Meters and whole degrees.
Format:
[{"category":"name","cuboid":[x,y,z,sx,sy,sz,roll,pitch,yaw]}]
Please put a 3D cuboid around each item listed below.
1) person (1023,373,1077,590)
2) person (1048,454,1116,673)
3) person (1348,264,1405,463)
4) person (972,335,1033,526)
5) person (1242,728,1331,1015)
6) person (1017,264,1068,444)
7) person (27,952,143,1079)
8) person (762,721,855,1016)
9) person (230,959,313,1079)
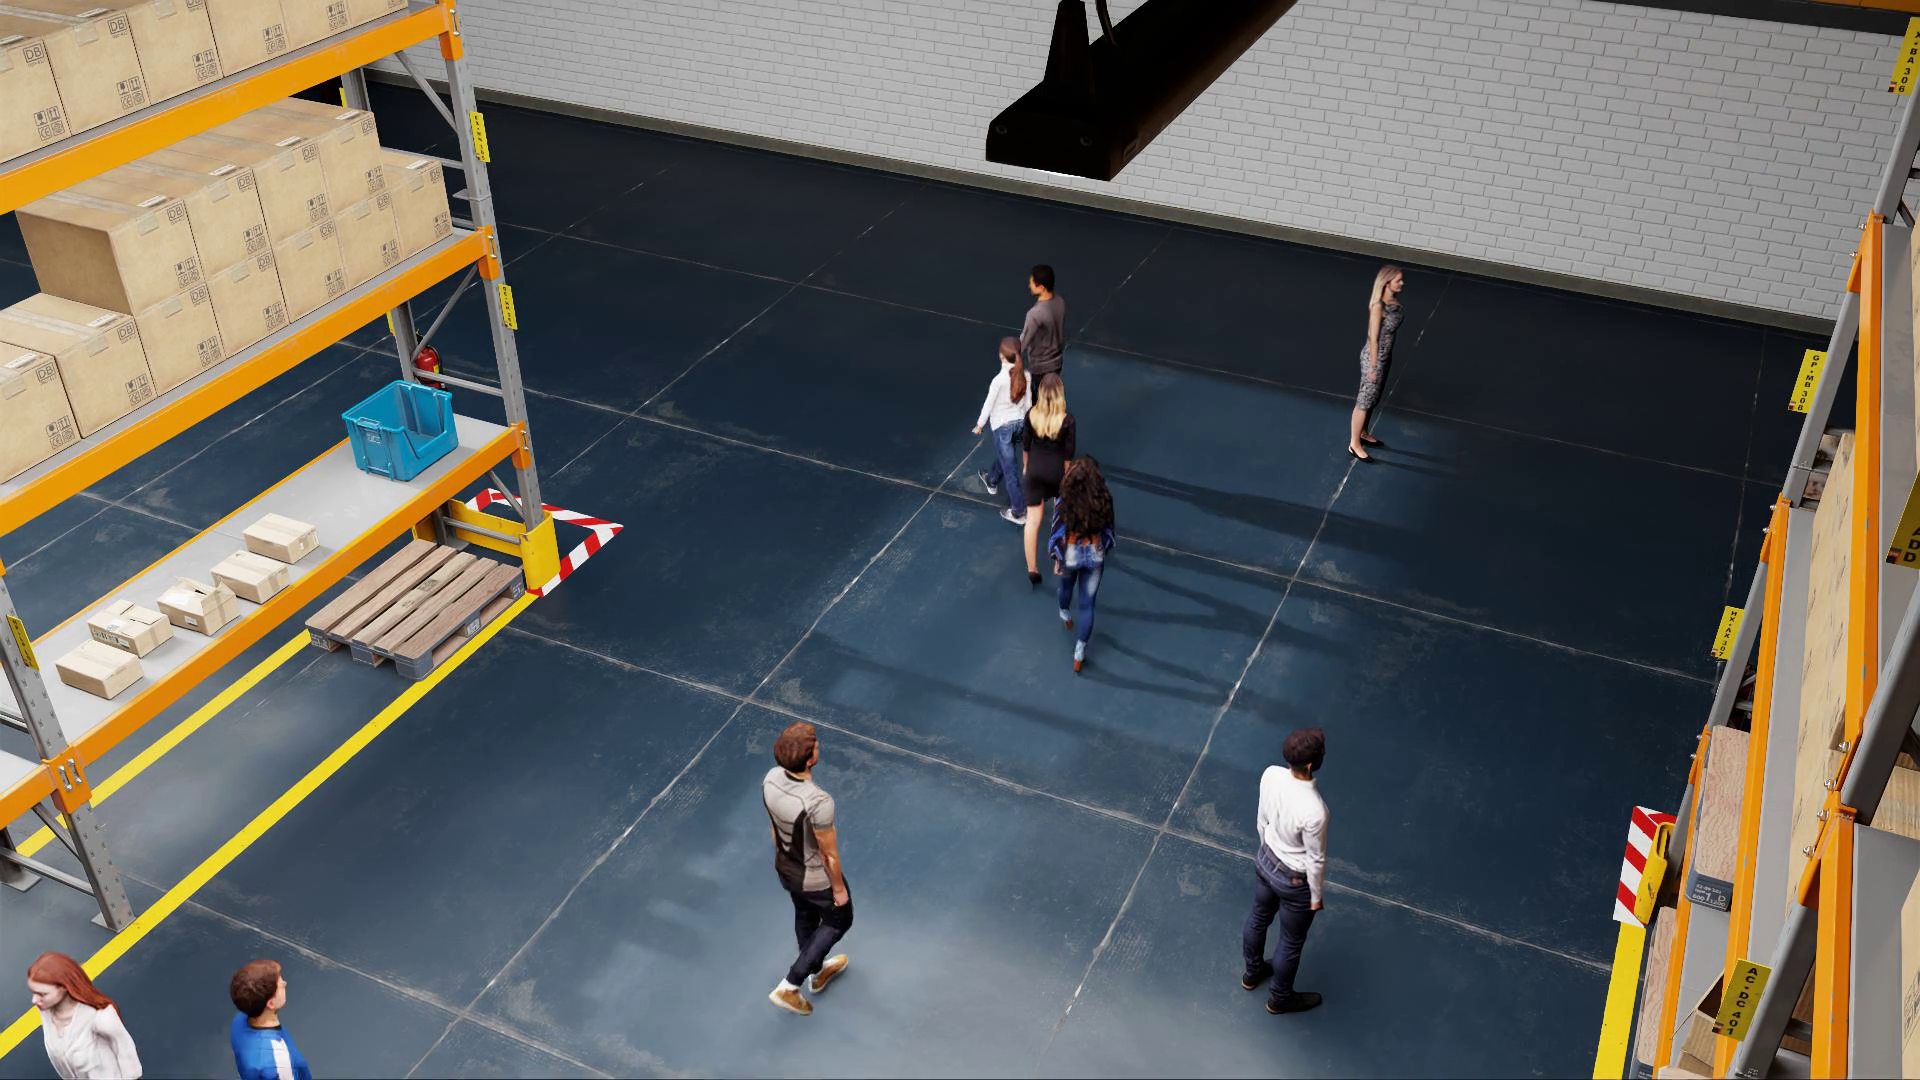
[{"category":"person","cuboid":[0.614,-0.393,12.152,0.652,1.626,1.104,11,35,15]},{"category":"person","cuboid":[0.831,0.180,11.324,0.840,1.588,1.020,2,34,2]},{"category":"person","cuboid":[3.427,-1.488,13.728,0.639,1.705,0.459,18,38,25]},{"category":"person","cuboid":[0.415,-0.825,12.895,0.983,1.523,0.886,-23,40,-30]},{"category":"person","cuboid":[1.714,1.731,8.737,0.762,1.868,0.724,-17,37,-24]},{"category":"person","cuboid":[0.764,-1.375,13.529,0.720,1.737,0.920,-1,34,-2]},{"category":"person","cuboid":[-3.918,2.529,7.635,0.621,1.759,0.523,10,35,15]},{"category":"person","cuboid":[-0.841,1.762,8.675,0.811,1.886,0.955,27,42,35]},{"category":"person","cuboid":[-3.054,2.640,7.387,0.827,1.849,0.911,28,43,36]}]
